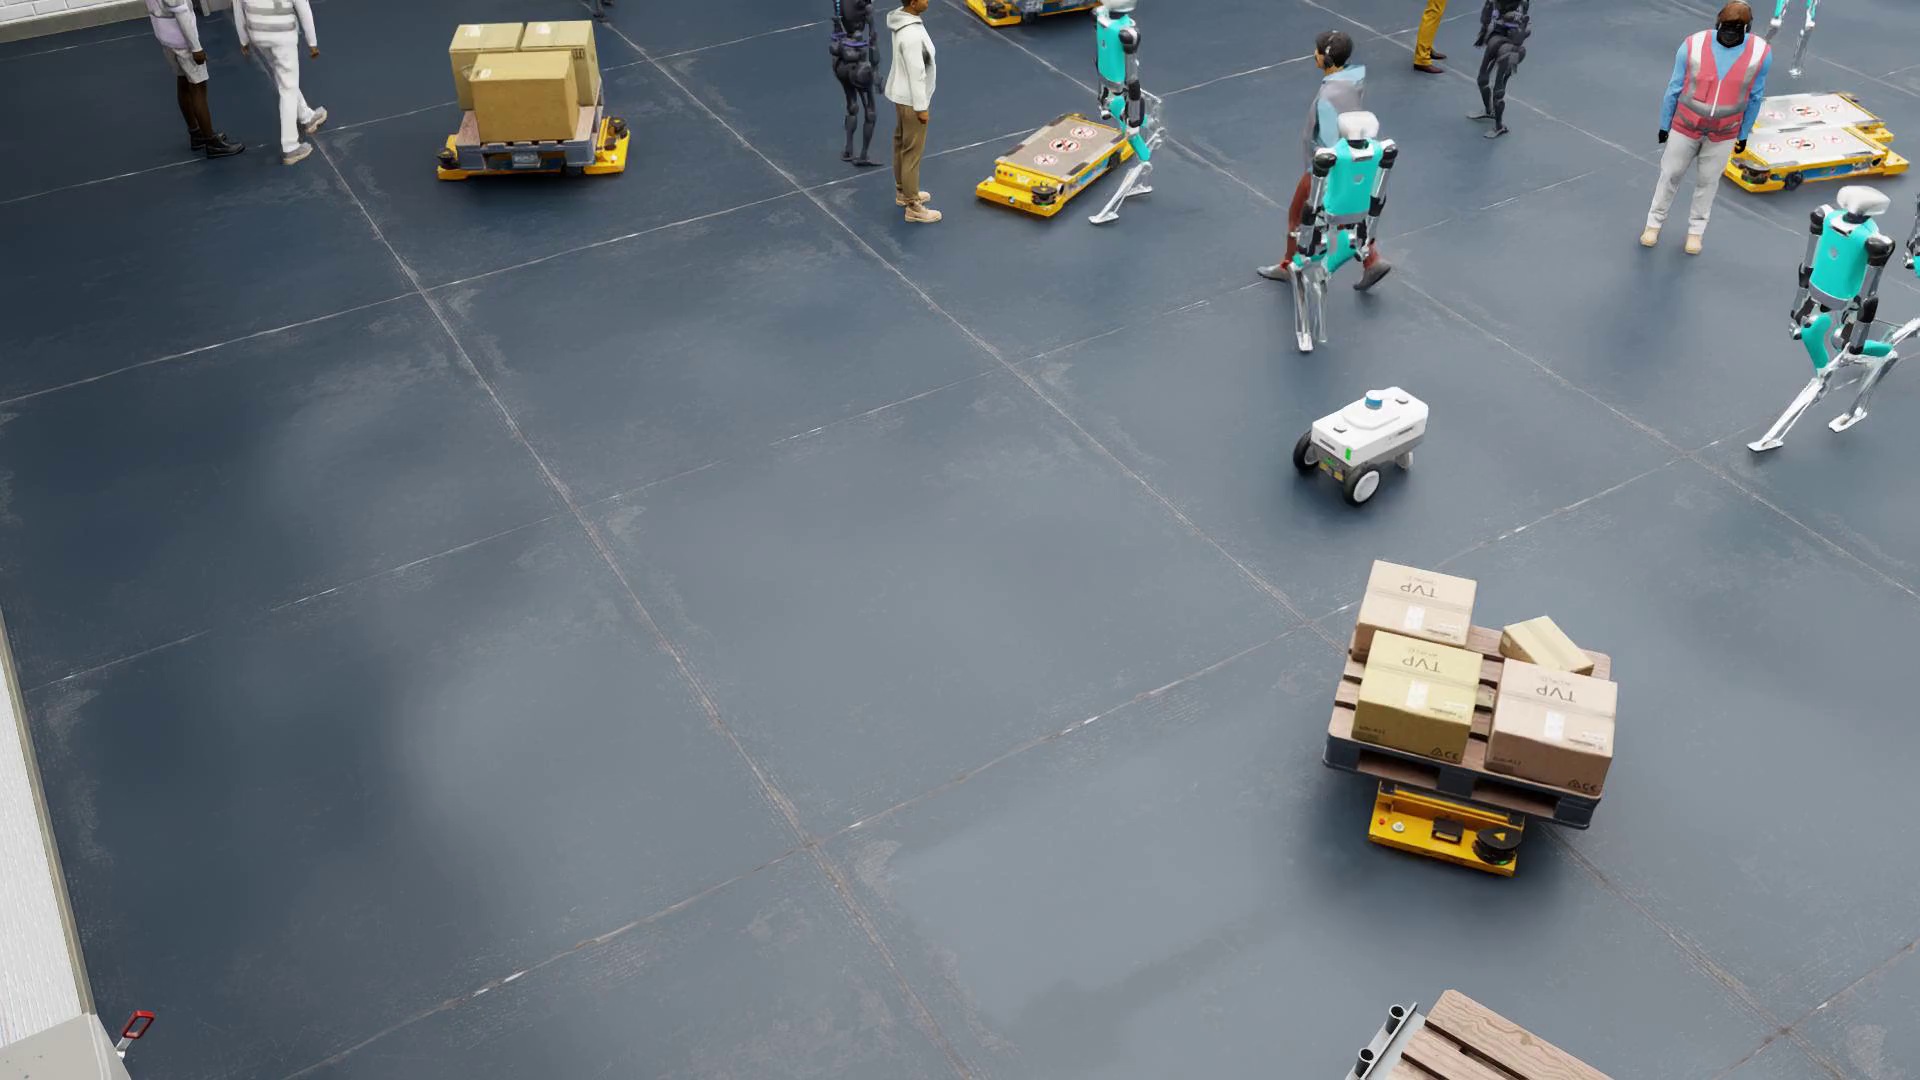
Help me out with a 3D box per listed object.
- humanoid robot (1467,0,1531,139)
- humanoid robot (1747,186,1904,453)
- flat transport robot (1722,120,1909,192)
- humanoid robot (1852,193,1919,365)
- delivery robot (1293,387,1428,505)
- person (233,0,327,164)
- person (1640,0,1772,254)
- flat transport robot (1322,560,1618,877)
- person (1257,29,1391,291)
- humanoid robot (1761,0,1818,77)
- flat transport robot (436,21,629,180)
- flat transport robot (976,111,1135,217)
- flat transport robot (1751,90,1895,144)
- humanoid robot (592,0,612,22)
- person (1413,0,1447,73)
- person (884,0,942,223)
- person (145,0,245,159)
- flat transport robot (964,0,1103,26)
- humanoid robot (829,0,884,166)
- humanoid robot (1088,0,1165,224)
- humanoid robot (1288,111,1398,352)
[{"bbox_3d":[4.344,-3.995,13.209,0.396,1.642,0.601,-9,39,-12],"label":"humanoid robot"},{"bbox_3d":[5.266,-1.296,9.783,1.033,1.752,0.541,-14,41,-17],"label":"humanoid robot"},{"bbox_3d":[6.668,-3.037,13.124,1.431,0.231,0.659,-9,39,-12],"label":"flat transport robot"},{"bbox_3d":[6.283,-1.788,10.400,1.001,1.764,0.544,-5,39,-6],"label":"humanoid robot"},{"bbox_3d":[2.388,-0.613,9.825,0.749,0.582,0.520,-24,44,-27],"label":"delivery robot"},{"bbox_3d":[-5.314,-3.961,13.037,0.590,1.827,0.898,7,39,9],"label":"person"},{"bbox_3d":[5.233,-2.894,11.691,0.628,1.835,0.431,13,40,16],"label":"person"},{"bbox_3d":[2.423,0.982,8.052,0.659,0.231,1.431,13,40,15],"label":"flat transport robot"},{"bbox_3d":[2.545,-2.514,11.197,0.834,1.846,0.550,19,42,23],"label":"person"},{"bbox_3d":[7.235,-4.865,14.269,0.531,1.801,0.798,14,41,17],"label":"humanoid robot"},{"bbox_3d":[-3.381,-3.114,13.221,1.431,0.231,0.659,-3,39,-4],"label":"flat transport robot"},{"bbox_3d":[0.783,-2.958,13.024,0.659,0.231,1.431,22,44,26],"label":"flat transport robot"},{"bbox_3d":[6.795,-3.385,13.563,1.431,0.231,0.659,-8,39,-10],"label":"flat transport robot"},{"bbox_3d":[-3.447,-5.698,15.362,0.608,1.635,0.683,-17,41,-20],"label":"humanoid robot"},{"bbox_3d":[4.188,-4.926,14.323,0.342,1.750,0.529,9,39,12],"label":"person"},{"bbox_3d":[-0.363,-3.191,12.113,0.374,1.767,0.518,-8,39,-10],"label":"person"},{"bbox_3d":[-6.032,-3.918,12.893,0.549,1.937,0.354,31,48,33],"label":"person"},{"bbox_3d":[0.817,-5.180,15.828,1.431,0.231,0.659,-15,41,-18],"label":"flat transport robot"},{"bbox_3d":[-0.800,-3.713,12.851,0.309,1.641,0.612,-23,44,-27],"label":"humanoid robot"},{"bbox_3d":[1.323,-3.183,12.147,0.888,1.767,0.555,-17,42,-21],"label":"humanoid robot"},{"bbox_3d":[2.326,-1.950,10.624,0.542,1.833,0.752,-9,39,-11],"label":"humanoid robot"}]
